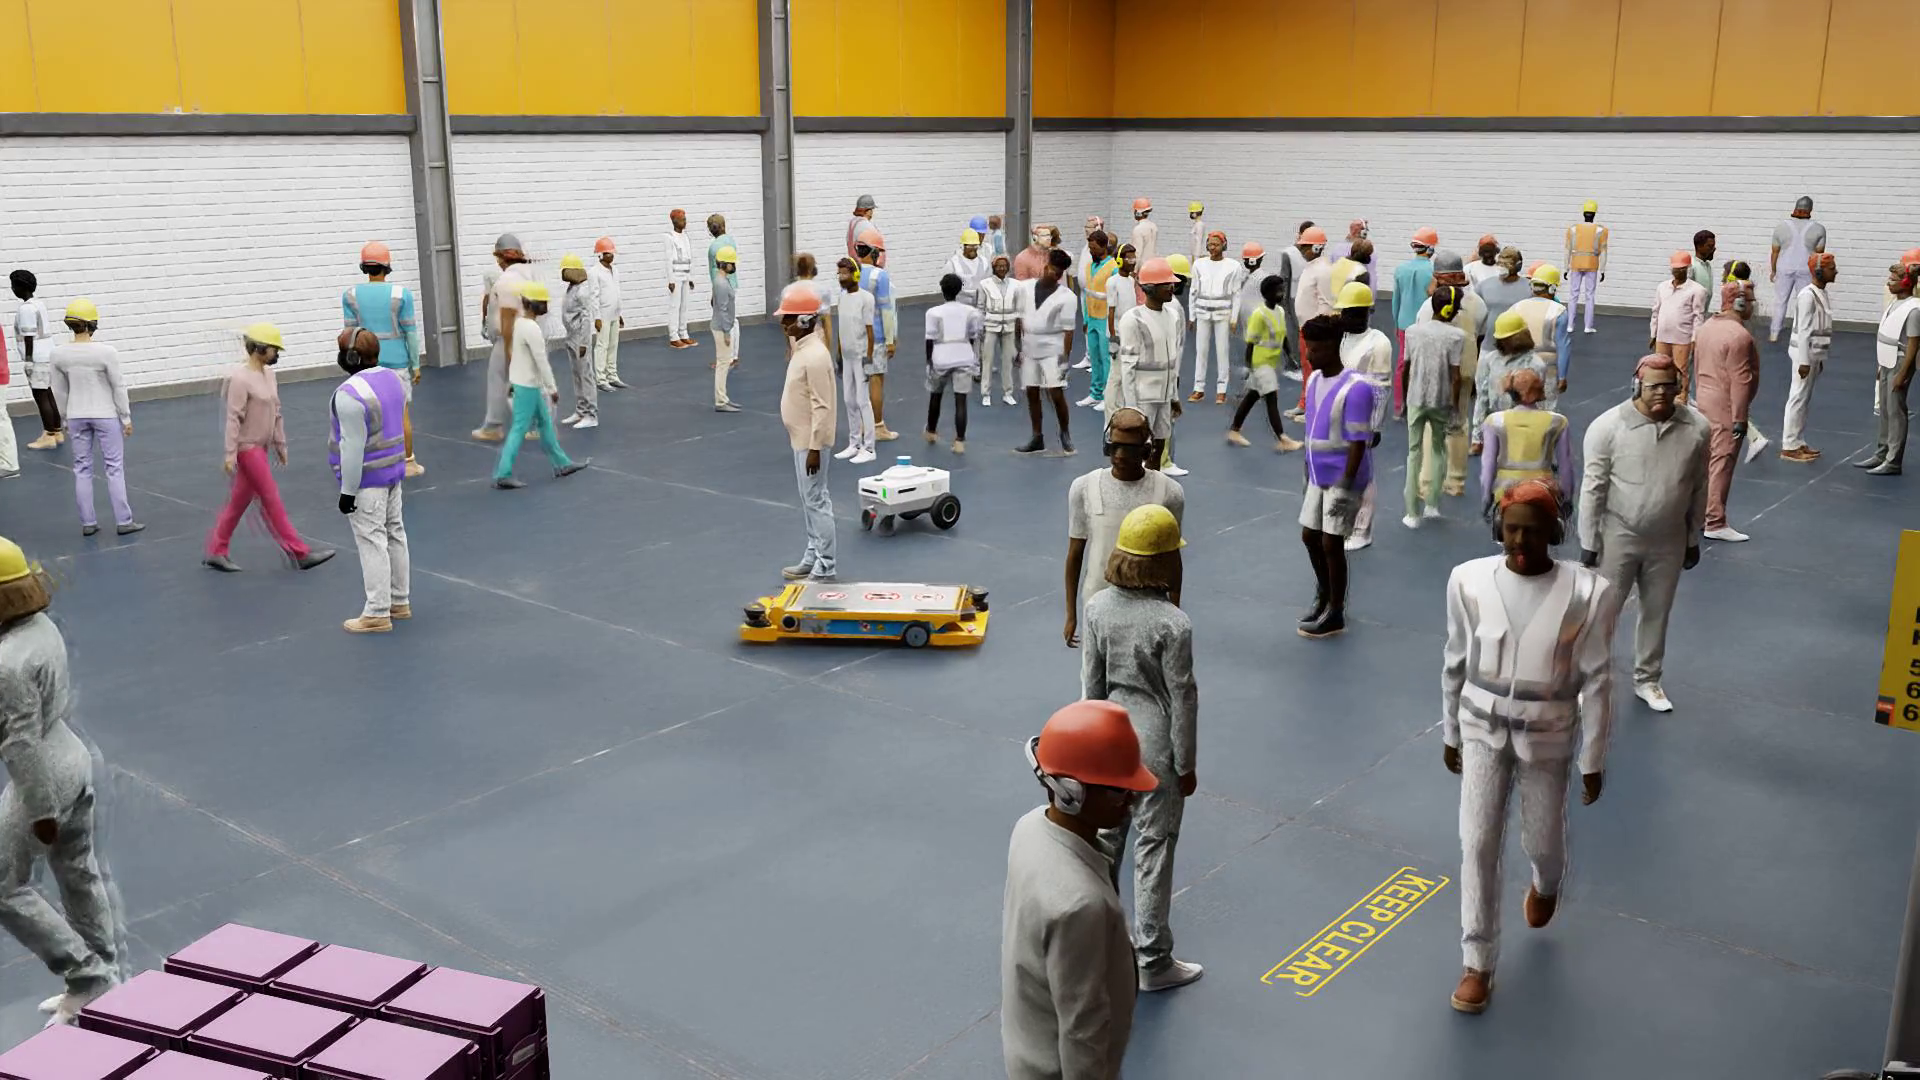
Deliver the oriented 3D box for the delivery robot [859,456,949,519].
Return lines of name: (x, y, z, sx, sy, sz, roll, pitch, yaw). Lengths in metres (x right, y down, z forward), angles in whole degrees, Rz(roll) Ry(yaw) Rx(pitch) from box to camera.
delivery robot: (-0.420, -0.388, 12.548, 0.707, 0.478, 0.477, -13, 19, -42)

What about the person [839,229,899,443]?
person: (-0.864, -1.959, 16.009, 0.605, 2.038, 0.390, 11, 18, 36)

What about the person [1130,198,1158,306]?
person: (2.590, -3.863, 23.699, 0.379, 1.996, 0.609, 9, 16, 31)

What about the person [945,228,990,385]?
person: (0.110, -2.716, 19.446, 0.591, 1.833, 0.404, -7, 16, -27)

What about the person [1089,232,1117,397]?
person: (1.675, -2.539, 18.729, 0.333, 1.838, 0.514, -3, 14, -11)

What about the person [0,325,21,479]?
person: (-8.432, -1.405, 14.398, 0.351, 1.740, 0.574, -10, 17, -36)

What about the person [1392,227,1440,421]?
person: (4.696, -2.185, 17.000, 0.375, 1.995, 0.611, -13, 19, -41)

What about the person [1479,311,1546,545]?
person: (4.101, -0.848, 12.253, 0.612, 1.710, 0.488, -13, 19, -41)

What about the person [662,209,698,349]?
person: (-3.835, -3.577, 22.790, 0.356, 1.883, 0.573, 5, 15, 20)

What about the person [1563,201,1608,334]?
person: (9.149, -3.990, 24.349, 0.594, 1.924, 0.373, 7, 16, 27)

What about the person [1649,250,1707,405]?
person: (7.366, -2.108, 17.179, 0.341, 1.748, 0.574, -9, 17, -31)

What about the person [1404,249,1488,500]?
person: (3.907, -1.347, 13.557, 0.688, 2.000, 0.536, -9, 16, -31)

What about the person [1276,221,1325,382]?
person: (4.110, -2.843, 19.846, 0.606, 1.892, 0.767, -9, 17, -32)

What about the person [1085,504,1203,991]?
person: (0.647, 0.728, 5.871, 0.294, 1.744, 0.486, -13, 19, -42)

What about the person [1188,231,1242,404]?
person: (2.778, -2.435, 18.227, 0.575, 1.882, 0.355, 6, 15, 23)

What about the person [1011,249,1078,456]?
person: (0.787, -1.717, 15.296, 0.708, 1.926, 0.401, 11, 18, 36)

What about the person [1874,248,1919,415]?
person: (9.887, -2.172, 17.425, 0.564, 1.755, 0.323, -7, 16, -26)

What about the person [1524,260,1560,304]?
person: (5.480, -1.783, 15.881, 0.324, 1.752, 0.562, 11, 18, 37)

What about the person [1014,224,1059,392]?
person: (0.917, -2.639, 18.984, 0.638, 1.913, 0.407, -12, 18, -39)

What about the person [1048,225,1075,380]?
person: (1.111, -2.829, 19.902, 0.501, 1.840, 0.349, 0, 14, 1)

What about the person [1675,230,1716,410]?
person: (7.845, -2.347, 17.800, 0.391, 1.920, 0.593, 12, 18, 39)

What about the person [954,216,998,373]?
person: (0.206, -2.977, 20.288, 0.622, 1.933, 0.420, -12, 18, -40)

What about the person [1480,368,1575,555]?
person: (3.422, -0.235, 10.058, 0.550, 1.591, 0.885, 5, 15, 20)

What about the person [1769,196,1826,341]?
person: (11.758, -3.806, 23.383, 0.687, 2.000, 0.538, 8, 16, 28)

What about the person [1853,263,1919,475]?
person: (8.166, -1.481, 14.489, 0.388, 1.844, 0.564, 3, 14, 12)

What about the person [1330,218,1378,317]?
person: (4.767, -2.912, 20.083, 0.399, 1.909, 0.642, -11, 18, -38)

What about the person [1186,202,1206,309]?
person: (3.917, -4.726, 27.639, 0.339, 1.761, 0.524, 1, 14, 4)

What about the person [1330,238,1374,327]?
person: (4.246, -2.421, 18.353, 0.434, 1.808, 0.774, -6, 15, -23)

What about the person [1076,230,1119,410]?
person: (1.523, -2.353, 17.842, 0.378, 1.909, 0.596, -8, 16, -28)

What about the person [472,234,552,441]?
person: (-4.351, -1.969, 16.043, 0.912, 2.000, 0.701, 4, 15, 16)

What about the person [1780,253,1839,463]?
person: (7.731, -1.659, 15.120, 0.355, 1.884, 0.575, 10, 17, 36)

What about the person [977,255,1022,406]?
person: (0.433, -2.279, 18.091, 0.513, 1.641, 0.309, -4, 15, -16)

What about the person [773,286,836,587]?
person: (-1.005, -0.659, 10.898, 0.395, 1.992, 0.622, -3, 14, -13)

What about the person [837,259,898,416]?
person: (-0.993, -2.159, 17.462, 0.636, 1.708, 0.712, -8, 16, -28)

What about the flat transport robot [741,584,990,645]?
flat transport robot: (-0.552, 0.433, 10.033, 1.431, 0.197, 0.652, 1, 14, 4)
